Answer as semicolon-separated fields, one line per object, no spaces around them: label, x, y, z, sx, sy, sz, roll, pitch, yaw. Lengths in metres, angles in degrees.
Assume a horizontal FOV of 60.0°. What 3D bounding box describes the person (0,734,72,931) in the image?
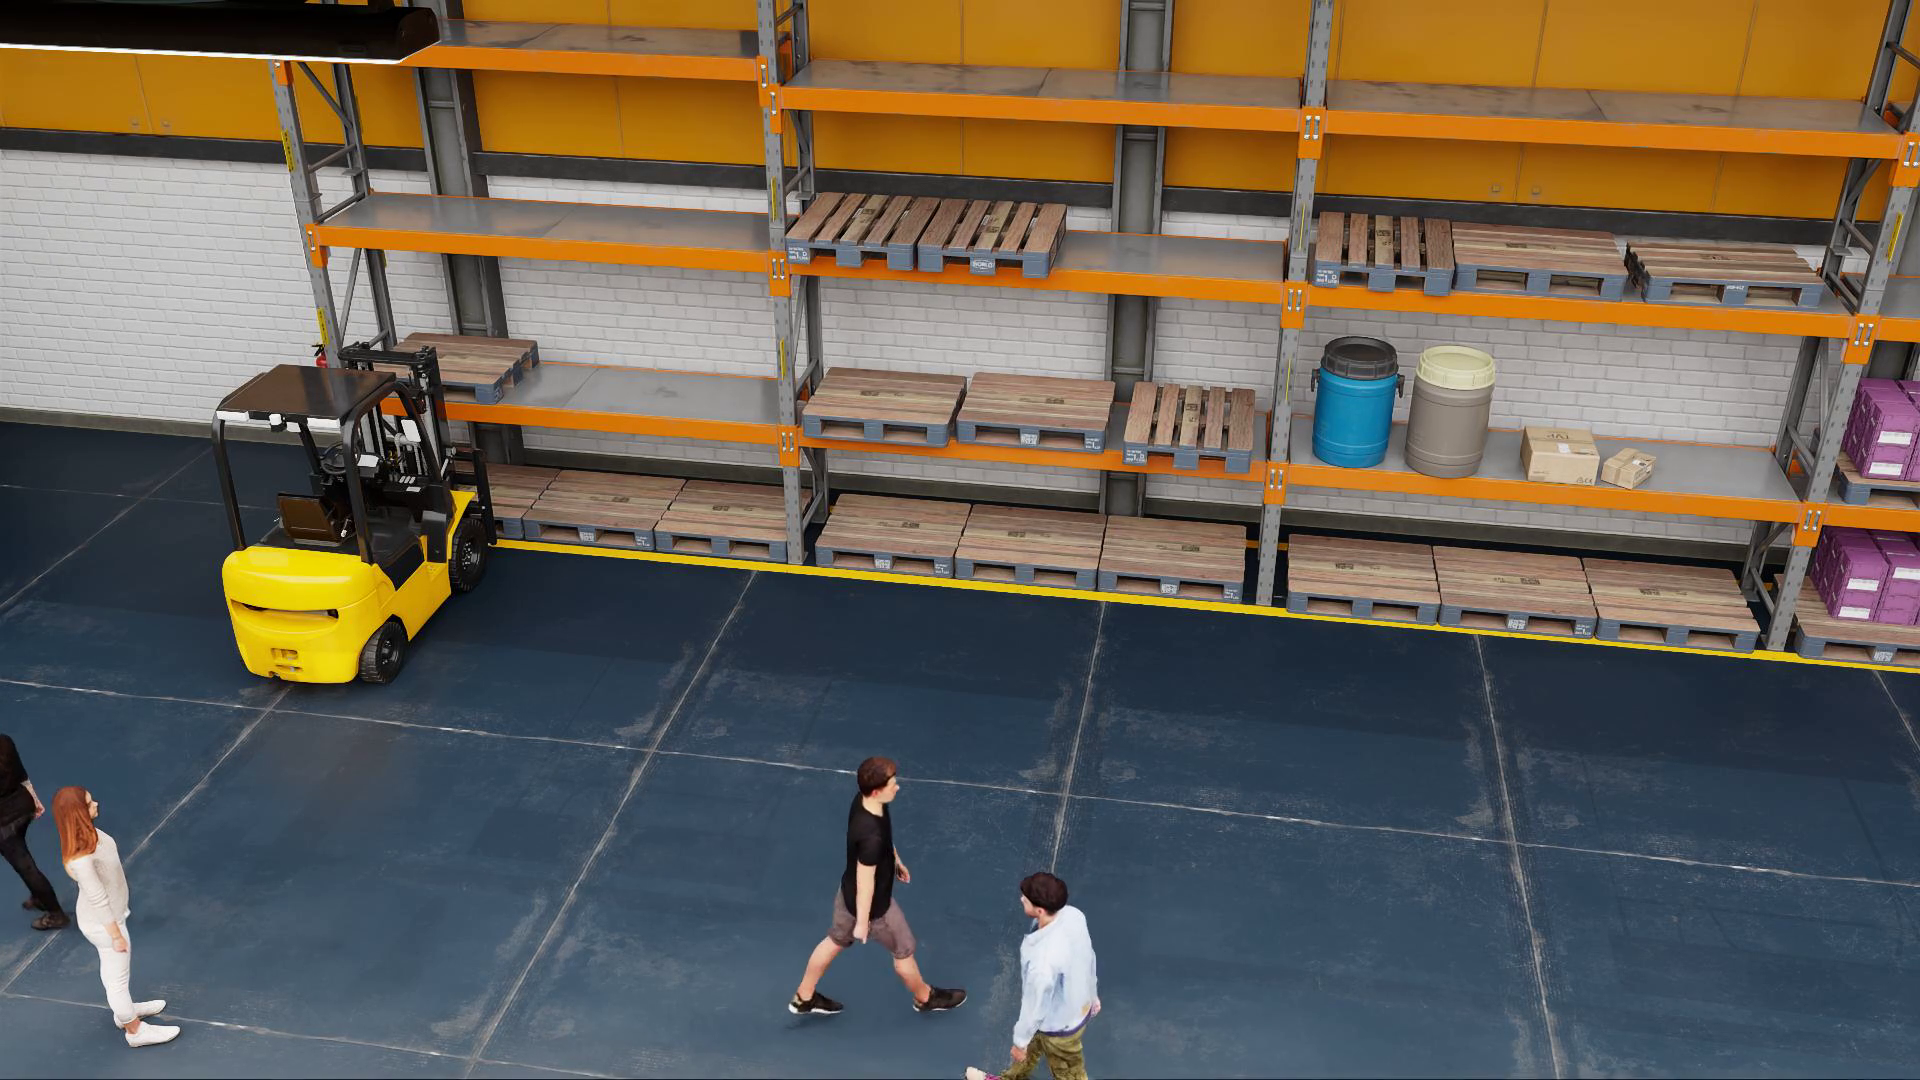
person;-5.627;1.679;9.979;0.607;1.636;0.578;4;29;7

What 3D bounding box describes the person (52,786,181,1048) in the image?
person;-4.731;2.072;9.177;0.742;1.713;0.696;-16;32;-27

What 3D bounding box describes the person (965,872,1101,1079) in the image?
person;0.594;2.455;8.415;1.183;1.770;0.848;11;31;20

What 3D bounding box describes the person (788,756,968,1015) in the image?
person;-0.611;1.980;9.247;1.339;1.808;0.976;-5;29;-9
